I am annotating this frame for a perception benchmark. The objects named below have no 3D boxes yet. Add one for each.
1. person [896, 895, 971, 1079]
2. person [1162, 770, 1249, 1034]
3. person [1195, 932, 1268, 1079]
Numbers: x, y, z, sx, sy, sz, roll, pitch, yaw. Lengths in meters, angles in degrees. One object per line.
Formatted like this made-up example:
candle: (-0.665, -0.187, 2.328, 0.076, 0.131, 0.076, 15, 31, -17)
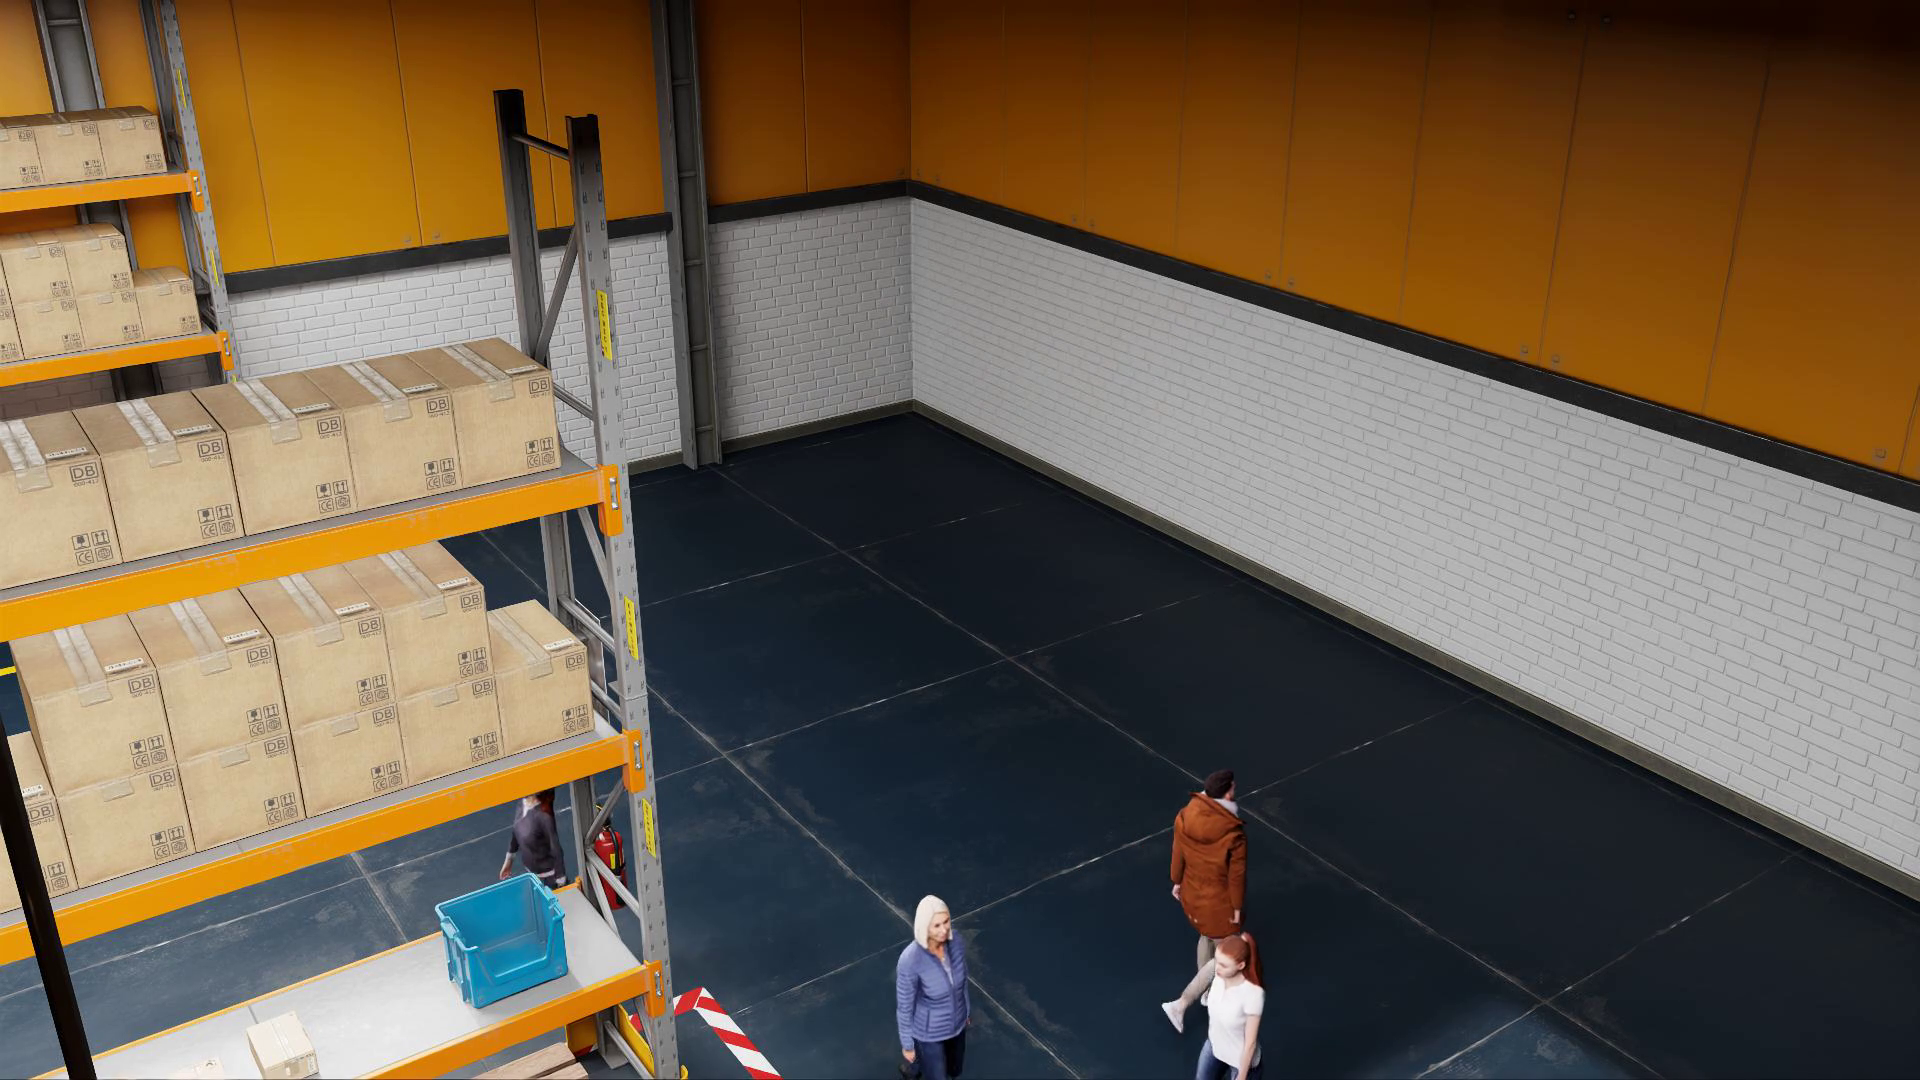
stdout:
person: (-0.175, 2.764, 9.634, 0.893, 1.728, 0.772, -19, 30, -37)
person: (1.547, 2.319, 10.546, 1.028, 1.813, 0.756, -20, 31, -38)
person: (1.601, 2.894, 9.367, 0.724, 1.703, 0.654, -12, 26, -25)
